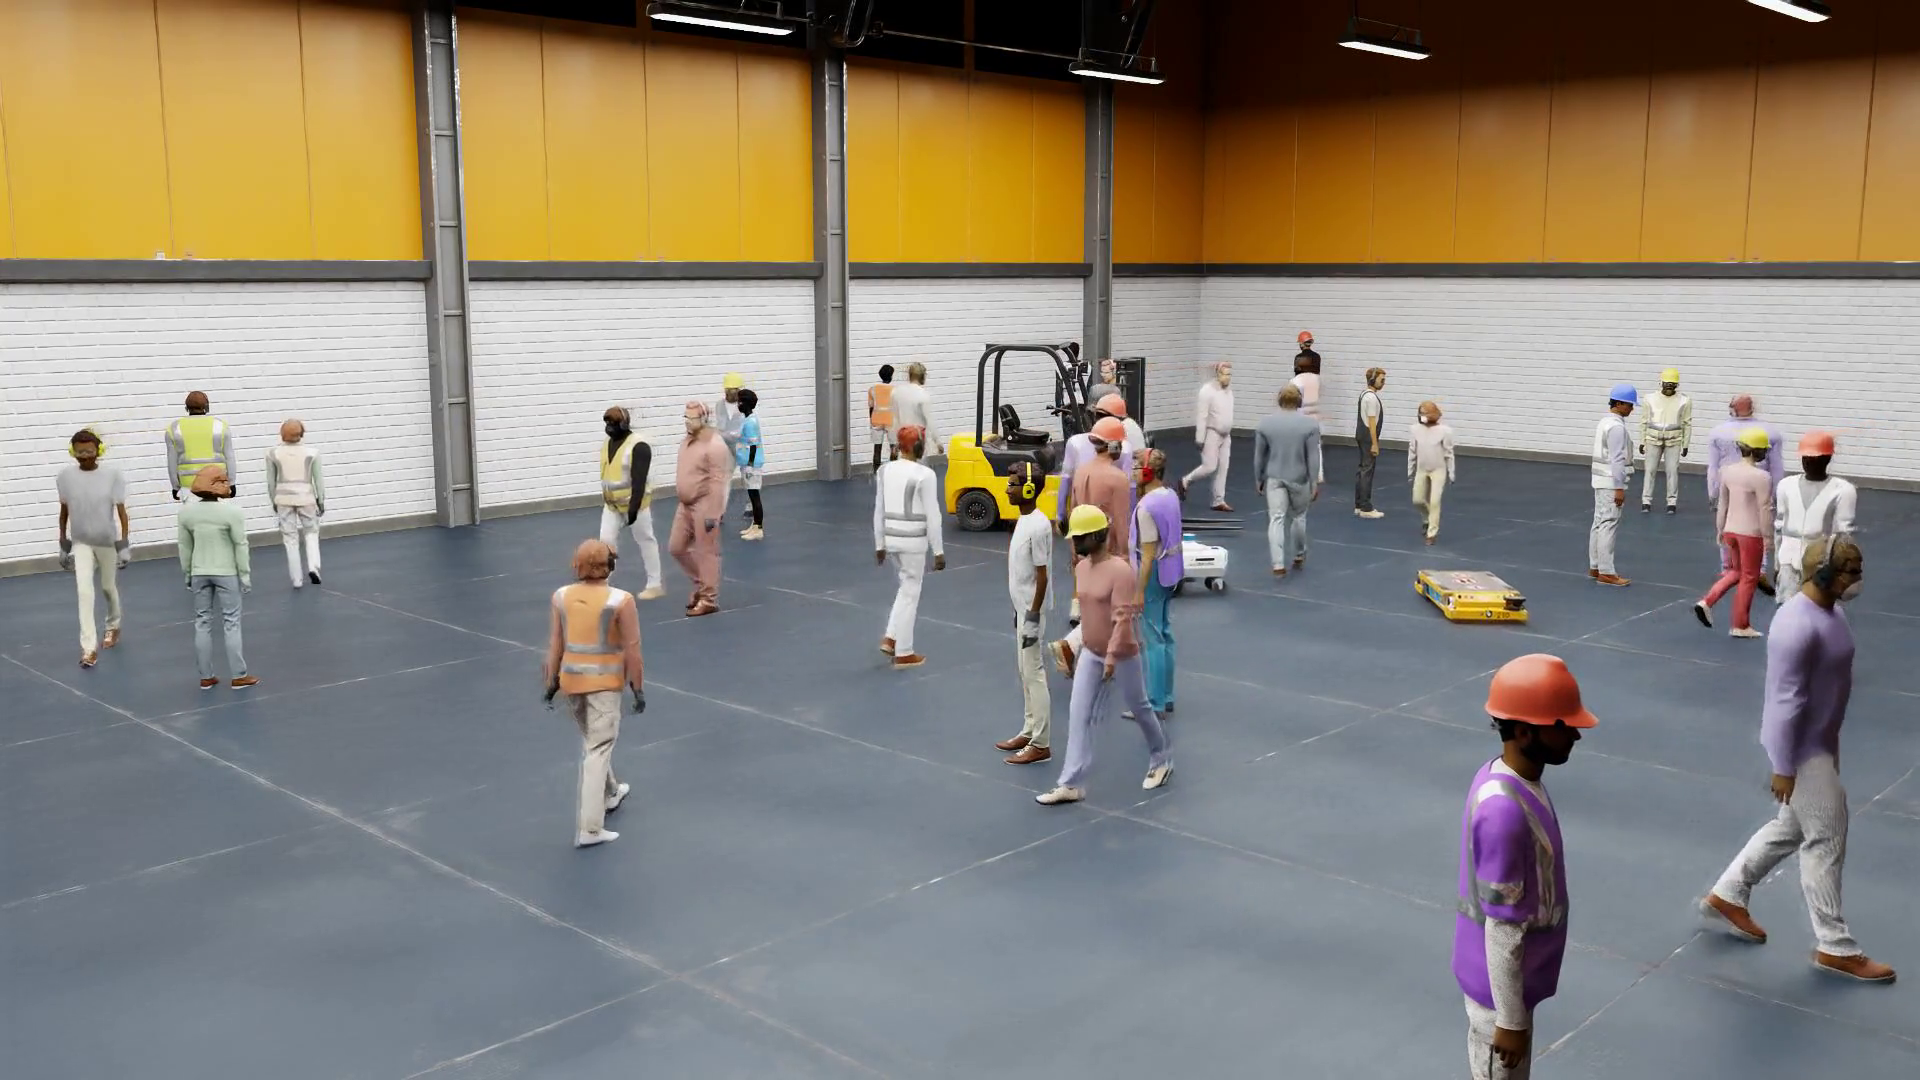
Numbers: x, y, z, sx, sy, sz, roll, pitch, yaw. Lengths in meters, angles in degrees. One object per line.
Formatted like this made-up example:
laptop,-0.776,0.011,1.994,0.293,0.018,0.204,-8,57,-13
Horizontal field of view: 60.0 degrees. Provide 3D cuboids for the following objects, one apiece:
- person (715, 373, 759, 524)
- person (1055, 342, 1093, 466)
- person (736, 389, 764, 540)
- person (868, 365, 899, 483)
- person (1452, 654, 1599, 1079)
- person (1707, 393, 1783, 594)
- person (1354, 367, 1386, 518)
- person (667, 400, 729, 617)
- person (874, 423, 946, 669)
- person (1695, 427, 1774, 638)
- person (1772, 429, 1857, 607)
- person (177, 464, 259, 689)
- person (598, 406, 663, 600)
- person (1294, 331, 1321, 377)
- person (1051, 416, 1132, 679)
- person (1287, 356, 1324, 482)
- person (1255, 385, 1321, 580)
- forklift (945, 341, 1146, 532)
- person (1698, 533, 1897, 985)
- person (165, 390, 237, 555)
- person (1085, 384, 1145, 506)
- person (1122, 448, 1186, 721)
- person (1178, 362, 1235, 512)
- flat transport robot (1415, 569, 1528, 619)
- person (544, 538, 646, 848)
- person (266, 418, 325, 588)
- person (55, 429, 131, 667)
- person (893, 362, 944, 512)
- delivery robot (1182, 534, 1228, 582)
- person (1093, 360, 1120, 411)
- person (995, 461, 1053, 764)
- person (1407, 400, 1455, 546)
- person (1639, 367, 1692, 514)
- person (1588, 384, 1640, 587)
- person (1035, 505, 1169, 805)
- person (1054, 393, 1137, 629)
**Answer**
person,-2.691,-1.086,19.841,0.604,1.780,0.918,3,10,16
person,1.747,-2.068,25.485,0.597,1.915,0.369,-2,9,-10
person,-2.355,-0.844,18.652,0.317,1.695,0.540,-1,9,-8
person,-1.056,-1.632,23.523,0.539,1.689,0.318,3,10,16
person,1.636,1.280,4.891,0.362,1.938,0.545,3,10,19
person,7.436,-0.453,15.789,0.682,1.860,0.877,4,10,23
person,5.012,-1.188,20.325,0.344,1.841,0.506,0,9,2
person,-2.290,-0.275,14.548,0.429,1.894,0.665,-8,12,-41
person,-0.379,0.048,12.648,0.434,1.869,0.575,-8,12,-41
person,6.391,-0.051,13.619,0.459,1.753,0.531,-2,9,-11
person,6.132,0.145,11.934,0.845,1.916,0.548,-8,12,-42
person,-5.372,0.270,12.018,0.501,1.631,0.287,1,9,4
person,-3.077,-0.303,15.019,0.642,1.789,0.958,7,12,36
person,5.791,-2.504,27.925,0.622,1.990,0.395,-8,12,-39
person,0.969,0.085,12.113,0.684,1.970,0.618,-5,11,-28
person,4.893,-1.726,23.800,0.627,1.794,0.976,-4,10,-25
person,3.256,-0.593,16.505,0.656,1.887,1.022,3,10,19
forklift,0.977,-1.223,19.452,2.313,2.155,1.214,2,9,11
person,3.682,0.909,7.251,0.827,1.915,0.645,7,12,39
person,-7.472,-0.554,16.431,0.621,1.845,0.429,-3,10,-19
person,1.465,-0.466,15.284,0.667,2.000,0.739,-4,10,-24
person,1.321,0.298,11.203,0.372,1.840,0.570,4,10,23
person,3.149,-1.300,20.869,0.683,1.878,0.667,9,13,43
flat transport robot,4.563,0.476,14.917,0.652,0.197,1.431,1,9,3
person,-1.933,0.786,8.996,0.562,1.589,0.873,4,10,21
person,-6.313,-0.345,15.829,0.512,1.623,0.376,-3,10,-18
person,-6.763,0.030,12.989,0.531,1.816,1.014,-3,10,-20
person,-0.440,-1.188,20.106,0.861,1.904,0.642,-7,11,-36
delivery robot,2.130,0.186,15.540,0.707,0.478,0.477,-1,9,-6
person,1.881,-1.319,20.941,0.407,1.902,0.639,-7,12,-36
person,0.406,0.444,10.225,0.328,1.873,0.519,-1,9,-6
person,5.216,-0.750,18.341,0.534,1.609,0.522,7,11,36
person,8.737,-1.226,20.621,0.597,1.825,0.403,4,10,25
person,6.278,-0.529,15.987,0.402,1.937,0.603,1,9,8
person,0.853,0.636,9.557,0.947,1.703,0.531,-8,12,-41
person,1.148,-0.202,13.764,0.664,2.013,0.495,5,10,26
